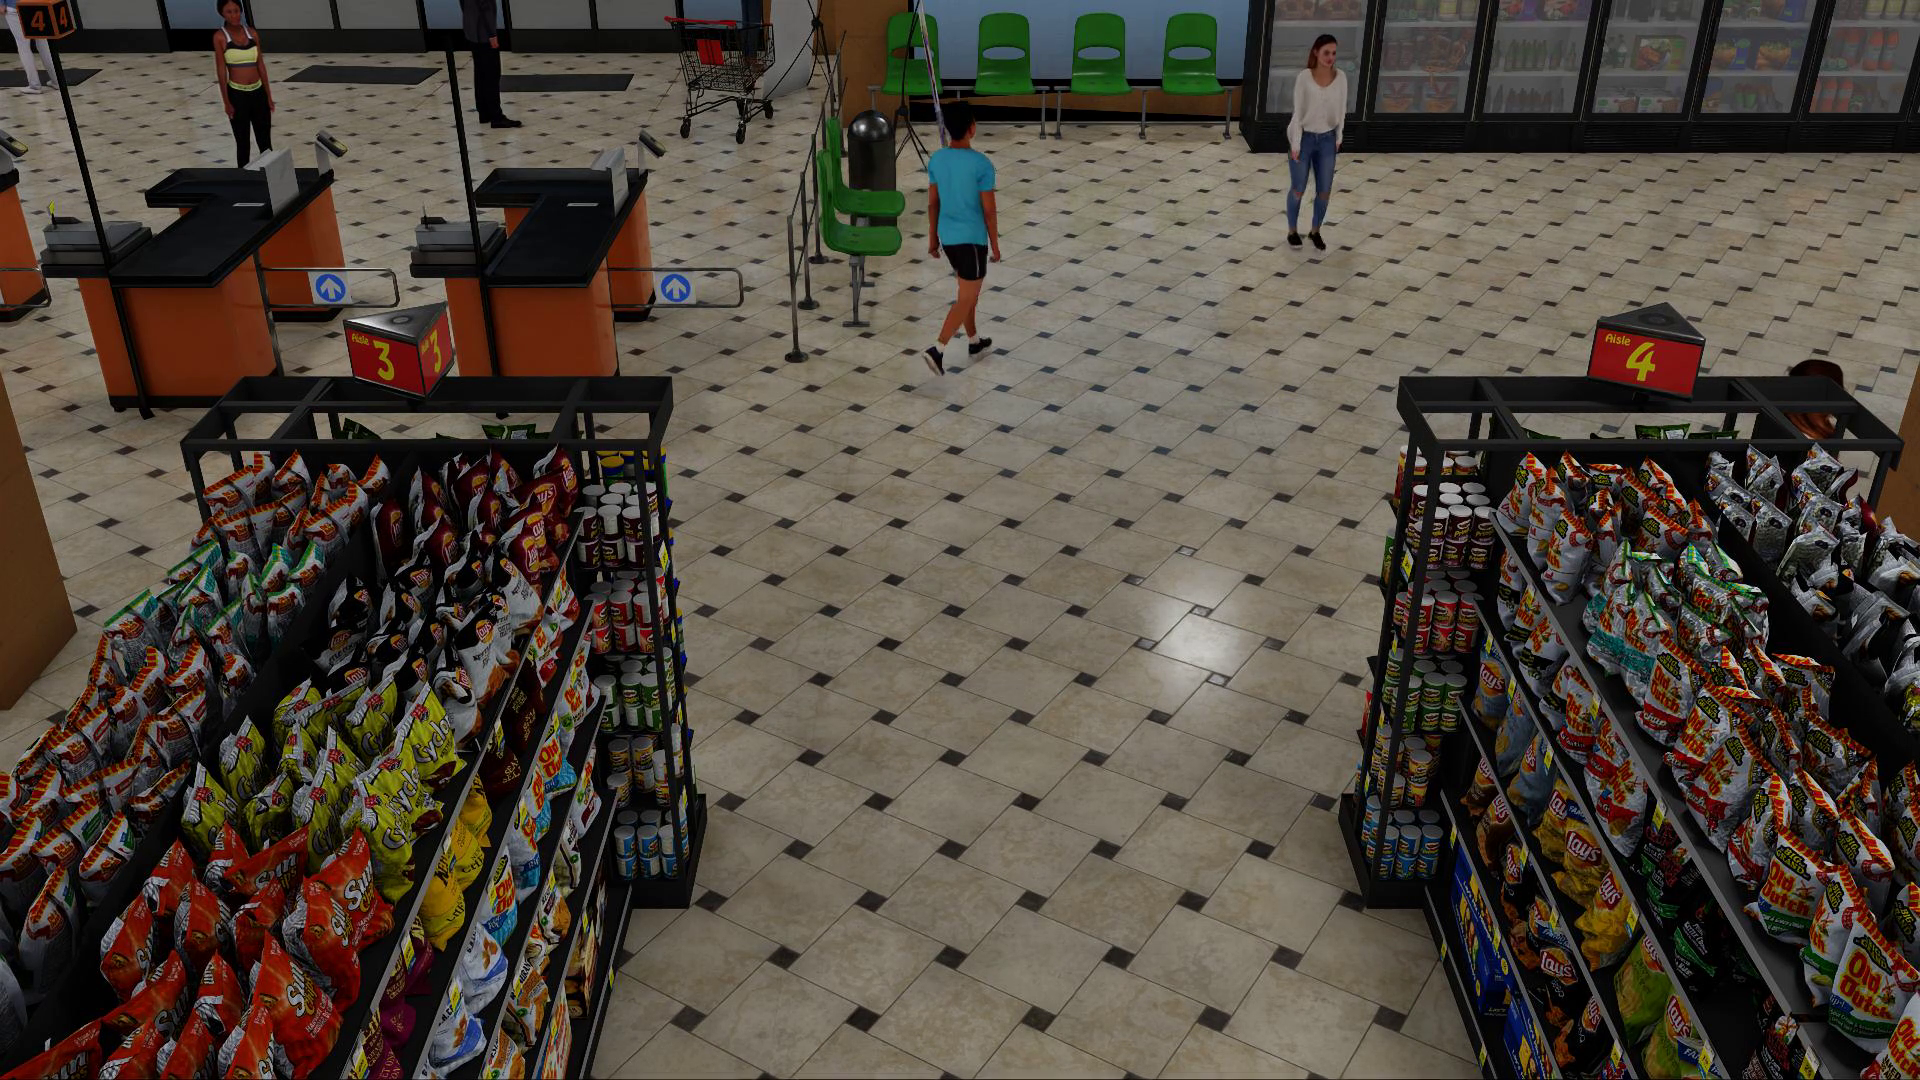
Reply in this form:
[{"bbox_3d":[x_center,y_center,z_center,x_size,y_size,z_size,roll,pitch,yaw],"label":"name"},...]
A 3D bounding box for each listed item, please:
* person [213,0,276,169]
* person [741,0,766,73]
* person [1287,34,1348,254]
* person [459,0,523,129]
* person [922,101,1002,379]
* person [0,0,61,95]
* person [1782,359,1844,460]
[{"bbox_3d":[-5.993,-3.693,13.983,0.638,1.753,0.689,-24,37,-37],"label":"person"},{"bbox_3d":[-2.327,-6.103,18.355,0.727,1.792,0.618,-15,32,-26],"label":"person"},{"bbox_3d":[2.719,-3.107,12.990,0.664,1.677,0.674,-2,29,-3],"label":"person"},{"bbox_3d":[-4.672,-4.992,16.270,0.865,1.842,0.769,-20,34,-32],"label":"person"},{"bbox_3d":[-0.017,-1.885,10.675,1.031,1.750,1.204,17,33,28],"label":"person"},{"bbox_3d":[-9.853,-5.658,17.440,0.802,1.888,0.682,16,32,26],"label":"person"},{"bbox_3d":[3.425,0.069,7.059,0.677,1.785,0.500,4,29,7],"label":"person"}]
